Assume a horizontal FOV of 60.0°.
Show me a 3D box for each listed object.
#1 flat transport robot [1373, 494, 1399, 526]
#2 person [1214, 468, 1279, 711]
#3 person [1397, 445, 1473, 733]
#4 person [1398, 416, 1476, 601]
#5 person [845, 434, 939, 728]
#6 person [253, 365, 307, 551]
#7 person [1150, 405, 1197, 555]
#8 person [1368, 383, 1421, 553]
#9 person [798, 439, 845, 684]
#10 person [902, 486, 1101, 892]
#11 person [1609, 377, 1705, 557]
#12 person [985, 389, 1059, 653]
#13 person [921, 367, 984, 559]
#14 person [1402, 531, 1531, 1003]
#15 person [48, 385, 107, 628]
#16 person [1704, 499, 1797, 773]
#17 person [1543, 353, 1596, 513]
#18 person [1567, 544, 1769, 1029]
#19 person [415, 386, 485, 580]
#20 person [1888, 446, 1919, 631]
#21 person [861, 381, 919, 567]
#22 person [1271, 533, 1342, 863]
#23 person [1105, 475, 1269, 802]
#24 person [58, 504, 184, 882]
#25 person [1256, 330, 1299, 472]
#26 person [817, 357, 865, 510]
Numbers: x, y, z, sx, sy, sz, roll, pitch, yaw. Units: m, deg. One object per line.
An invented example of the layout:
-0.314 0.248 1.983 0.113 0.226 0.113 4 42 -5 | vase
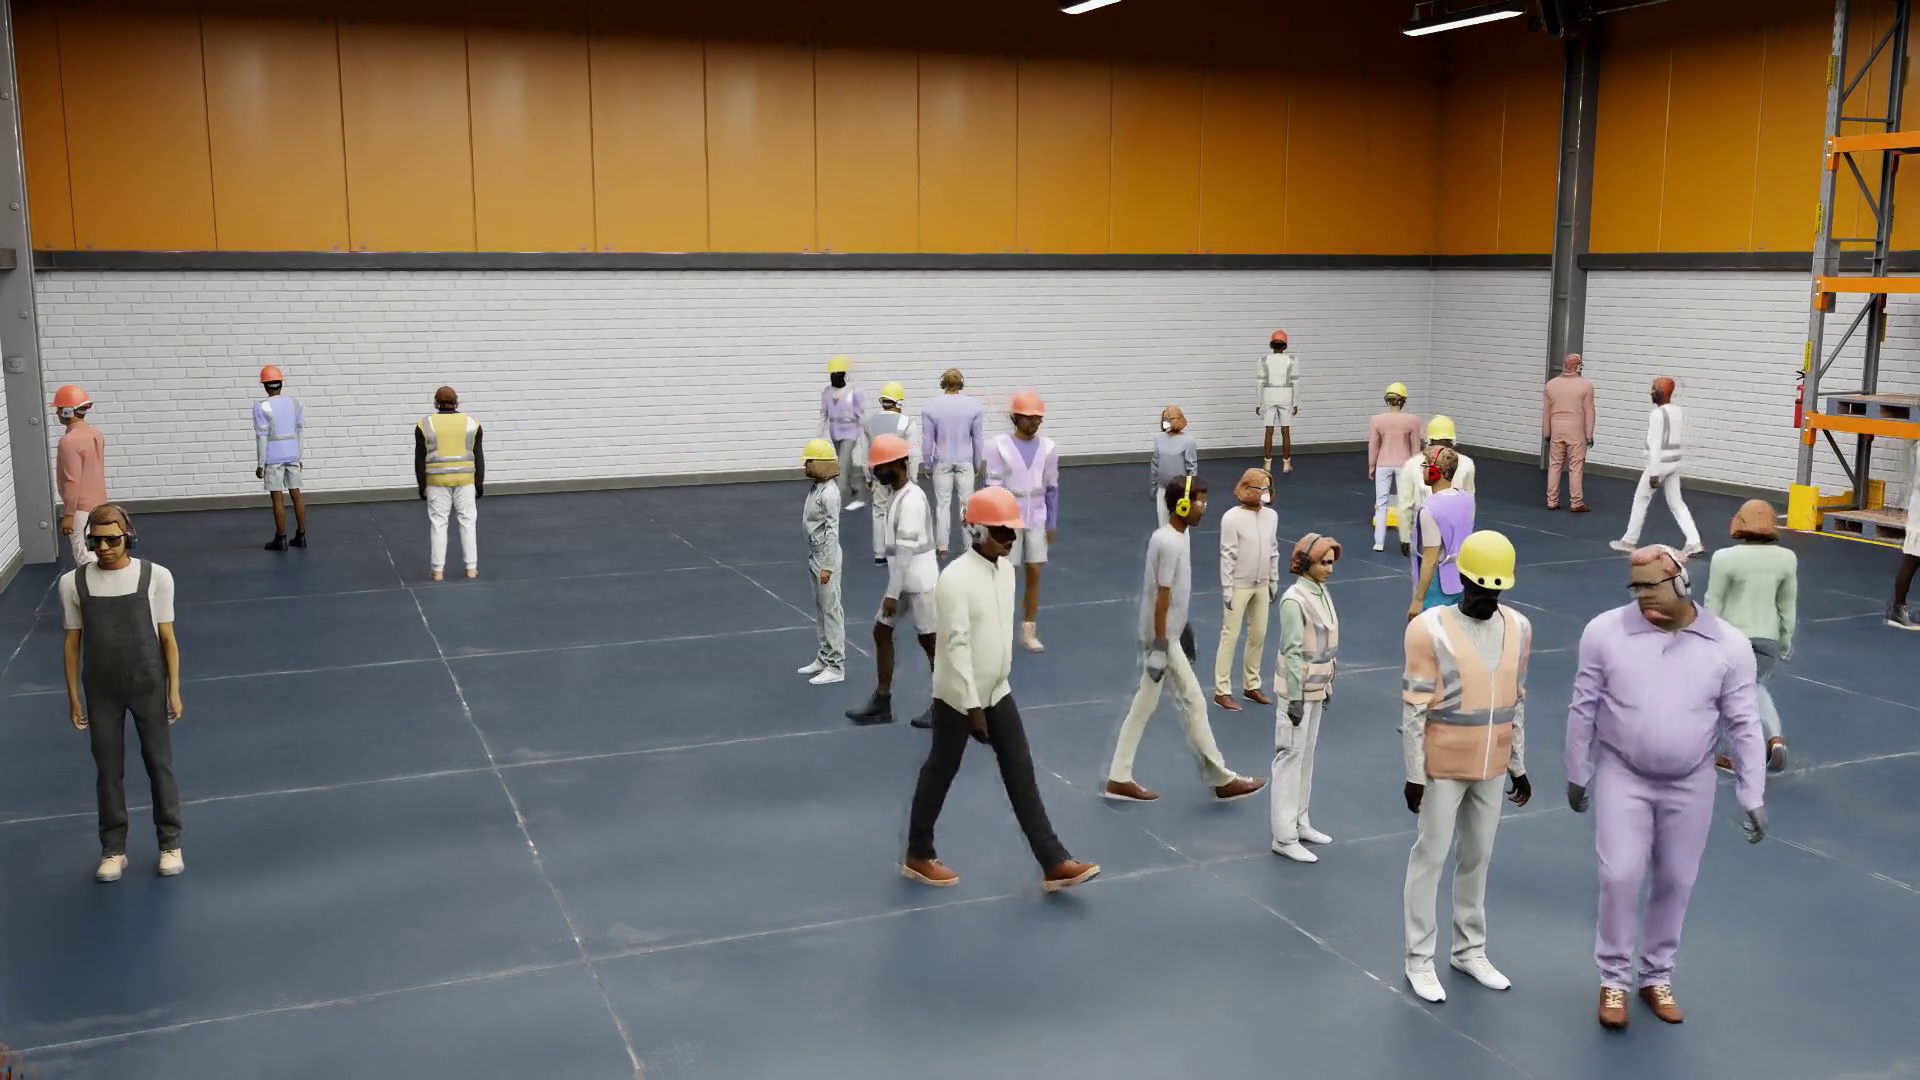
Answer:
5.171 -0.351 19.317 0.652 0.197 1.431 3 10 17 | flat transport robot
1.940 0.324 11.149 0.506 1.628 0.282 -6 11 -32 | person
3.017 0.326 10.459 0.389 1.844 0.563 8 12 39 | person
3.693 -0.054 12.853 0.619 1.811 0.538 0 9 -2 | person
-0.400 0.275 10.597 0.801 1.890 0.575 -3 10 -17 | person
-7.098 -0.851 17.325 0.376 1.933 0.544 7 11 35 | person
2.035 -0.476 15.955 0.508 1.632 0.265 9 13 44 | person
4.485 -0.742 17.191 0.523 1.761 0.328 3 10 16 | person
-0.994 0.147 11.854 0.297 1.744 0.487 -3 10 -18 | person
0.145 0.722 7.766 1.025 1.938 0.638 7 12 35 | person
7.199 -0.743 16.961 0.596 1.845 0.979 -7 12 -36 | person
0.456 -0.165 12.884 0.634 2.026 0.662 -3 10 -20 | person
-0.076 -0.770 16.816 0.628 1.940 0.377 -1 9 -3 | person
2.061 0.903 6.740 0.584 1.918 0.381 -3 10 -20 | person
-7.182 -0.268 13.604 0.382 1.994 0.612 -1 9 -6 | person
4.576 0.576 9.634 0.505 1.617 0.419 -1 9 -5 | person
7.353 -1.287 20.045 0.404 1.911 0.636 -9 13 -42 | person
2.741 0.971 6.449 0.711 1.884 0.628 2 10 13 | person
-4.817 -0.540 15.745 0.634 1.837 0.429 -4 10 -24 | person
7.915 -0.183 13.279 0.626 1.922 0.912 -4 10 -25 | person
-0.670 -0.636 16.324 0.591 1.833 0.404 4 10 22 | person
1.733 0.775 8.360 0.311 1.639 0.512 5 11 27 | person
1.249 0.556 9.133 0.960 1.818 0.532 0 9 2 | person
-4.034 0.733 8.025 0.505 1.841 0.334 -3 10 -19 | person
4.550 -1.985 23.860 0.605 2.045 0.388 2 10 12 | person
-1.441 -1.241 19.875 0.610 1.866 1.000 7 12 38 | person
